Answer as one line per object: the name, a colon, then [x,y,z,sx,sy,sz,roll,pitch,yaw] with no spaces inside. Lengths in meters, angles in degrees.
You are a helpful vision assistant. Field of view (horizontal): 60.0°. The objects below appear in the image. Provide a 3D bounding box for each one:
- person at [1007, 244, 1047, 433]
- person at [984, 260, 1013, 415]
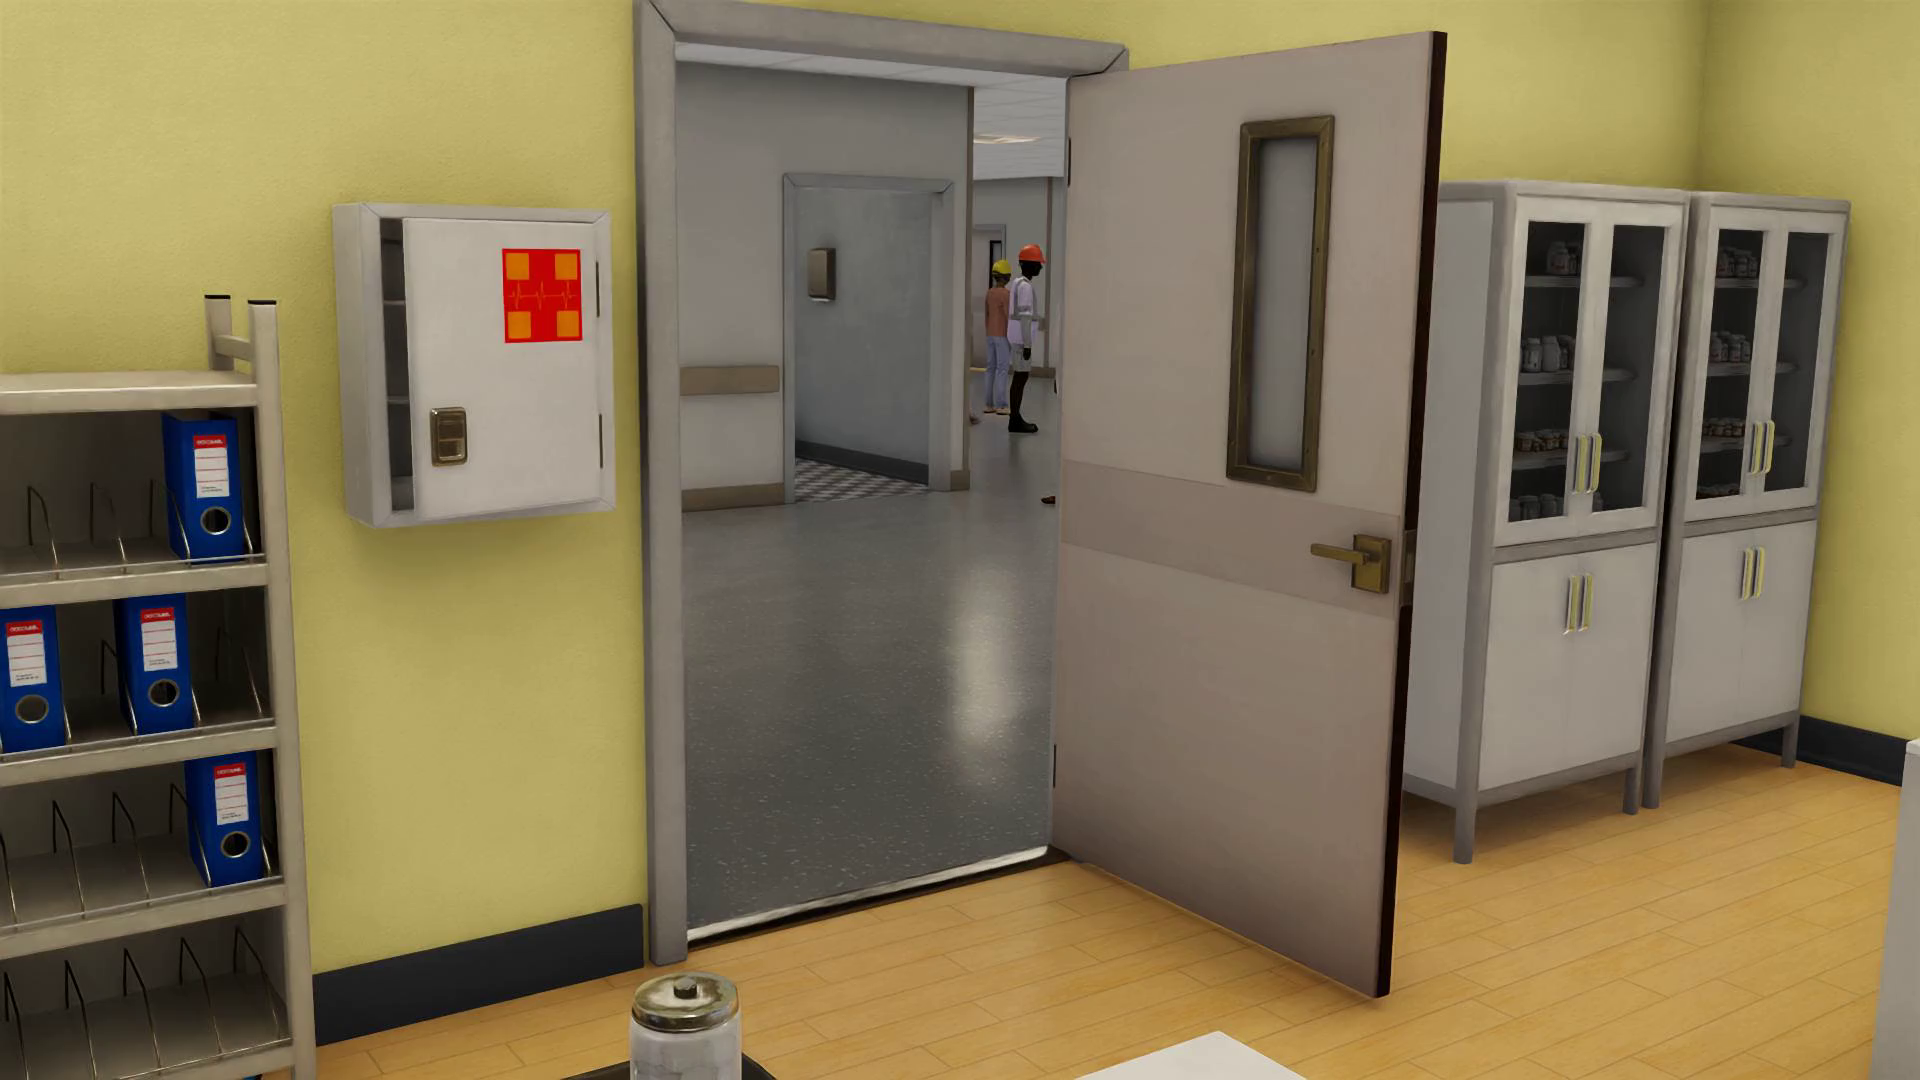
person: [0.683,-2.063,17.104,0.389,1.929,0.539,0,10,-6]
person: [0.467,-2.316,19.056,0.305,1.772,0.525,-5,11,-32]
